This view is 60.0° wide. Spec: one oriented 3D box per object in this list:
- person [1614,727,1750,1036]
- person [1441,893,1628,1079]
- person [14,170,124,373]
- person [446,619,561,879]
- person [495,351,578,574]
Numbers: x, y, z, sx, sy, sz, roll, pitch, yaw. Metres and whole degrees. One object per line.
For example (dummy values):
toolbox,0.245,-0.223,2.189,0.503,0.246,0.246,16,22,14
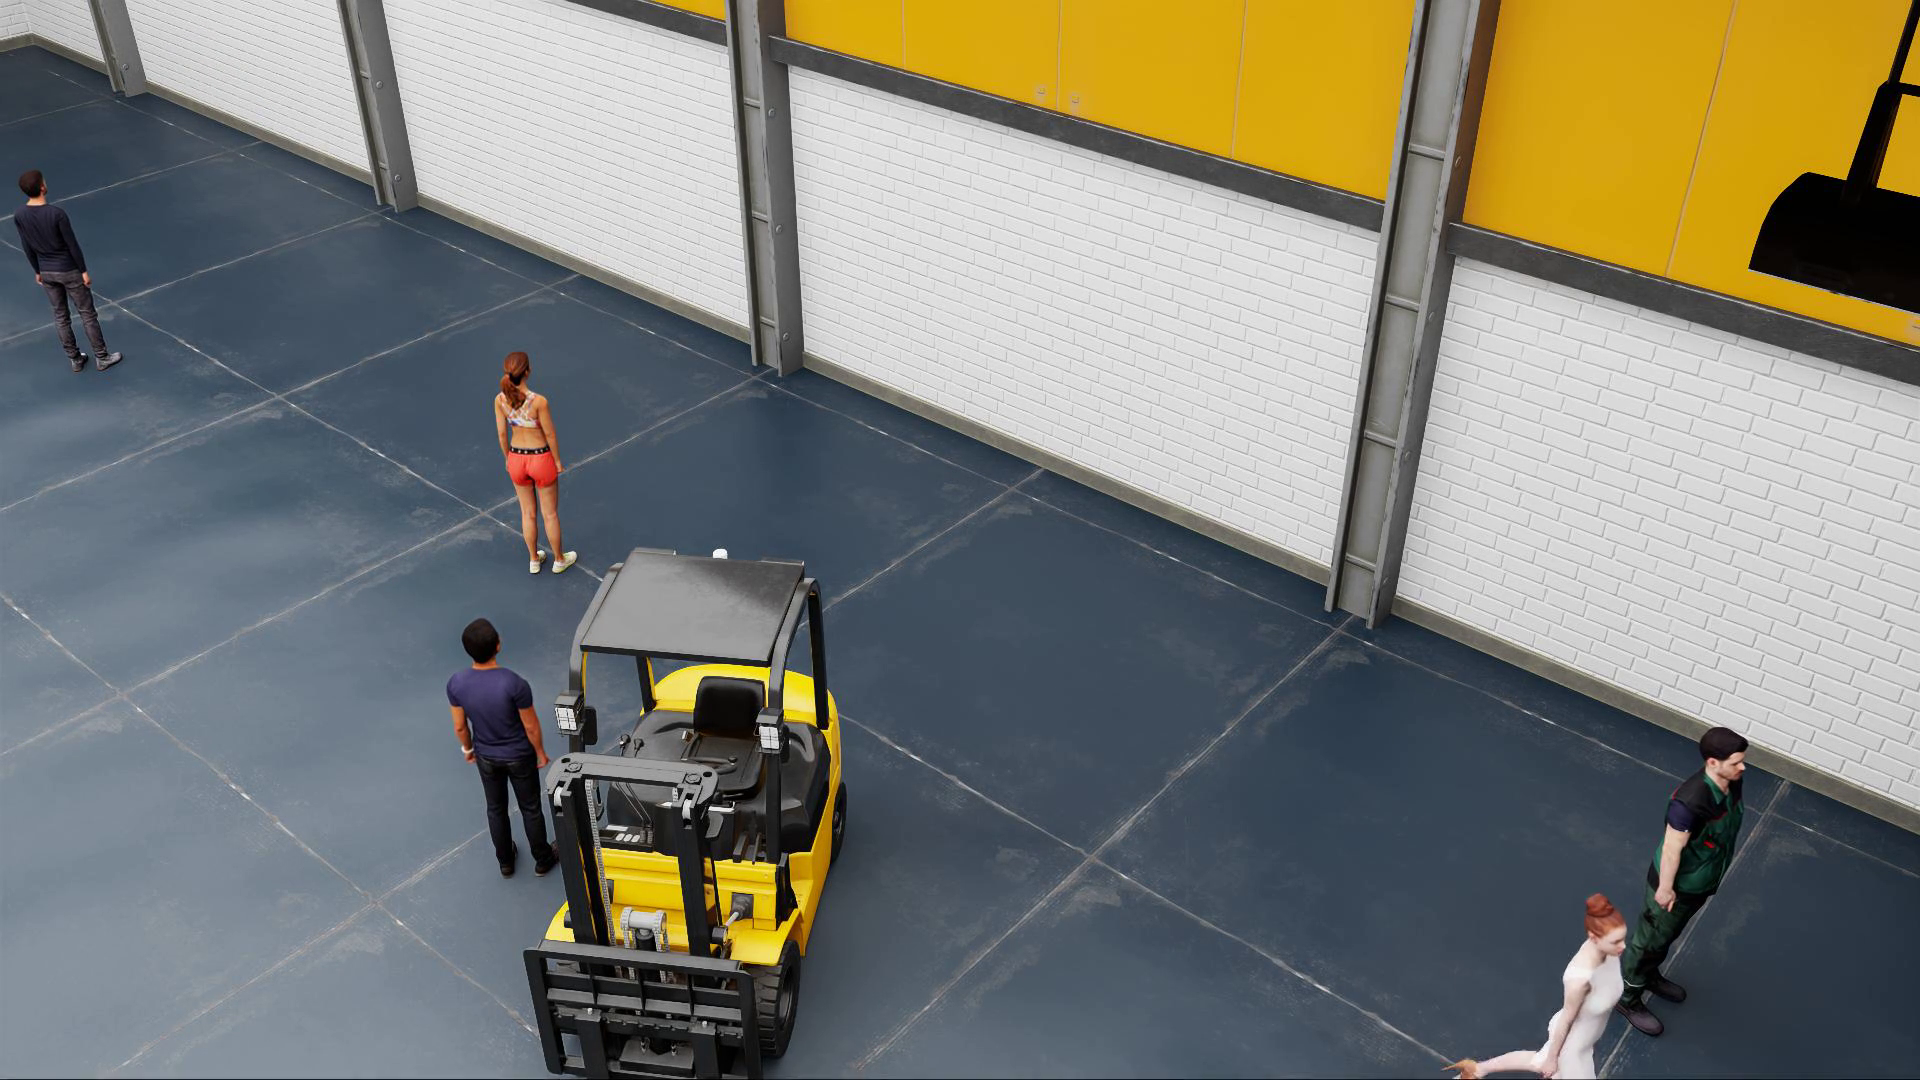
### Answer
person,3.749,1.726,8.633,0.580,1.901,0.681,28,43,35
person,2.802,2.322,7.861,1.071,1.763,0.609,27,42,34
person,-8.035,-2.391,14.855,0.696,1.870,0.777,0,34,0
person,-2.612,1.211,9.505,0.686,1.793,0.775,1,34,1
person,-3.133,-0.553,12.162,0.635,1.789,0.732,4,34,6
